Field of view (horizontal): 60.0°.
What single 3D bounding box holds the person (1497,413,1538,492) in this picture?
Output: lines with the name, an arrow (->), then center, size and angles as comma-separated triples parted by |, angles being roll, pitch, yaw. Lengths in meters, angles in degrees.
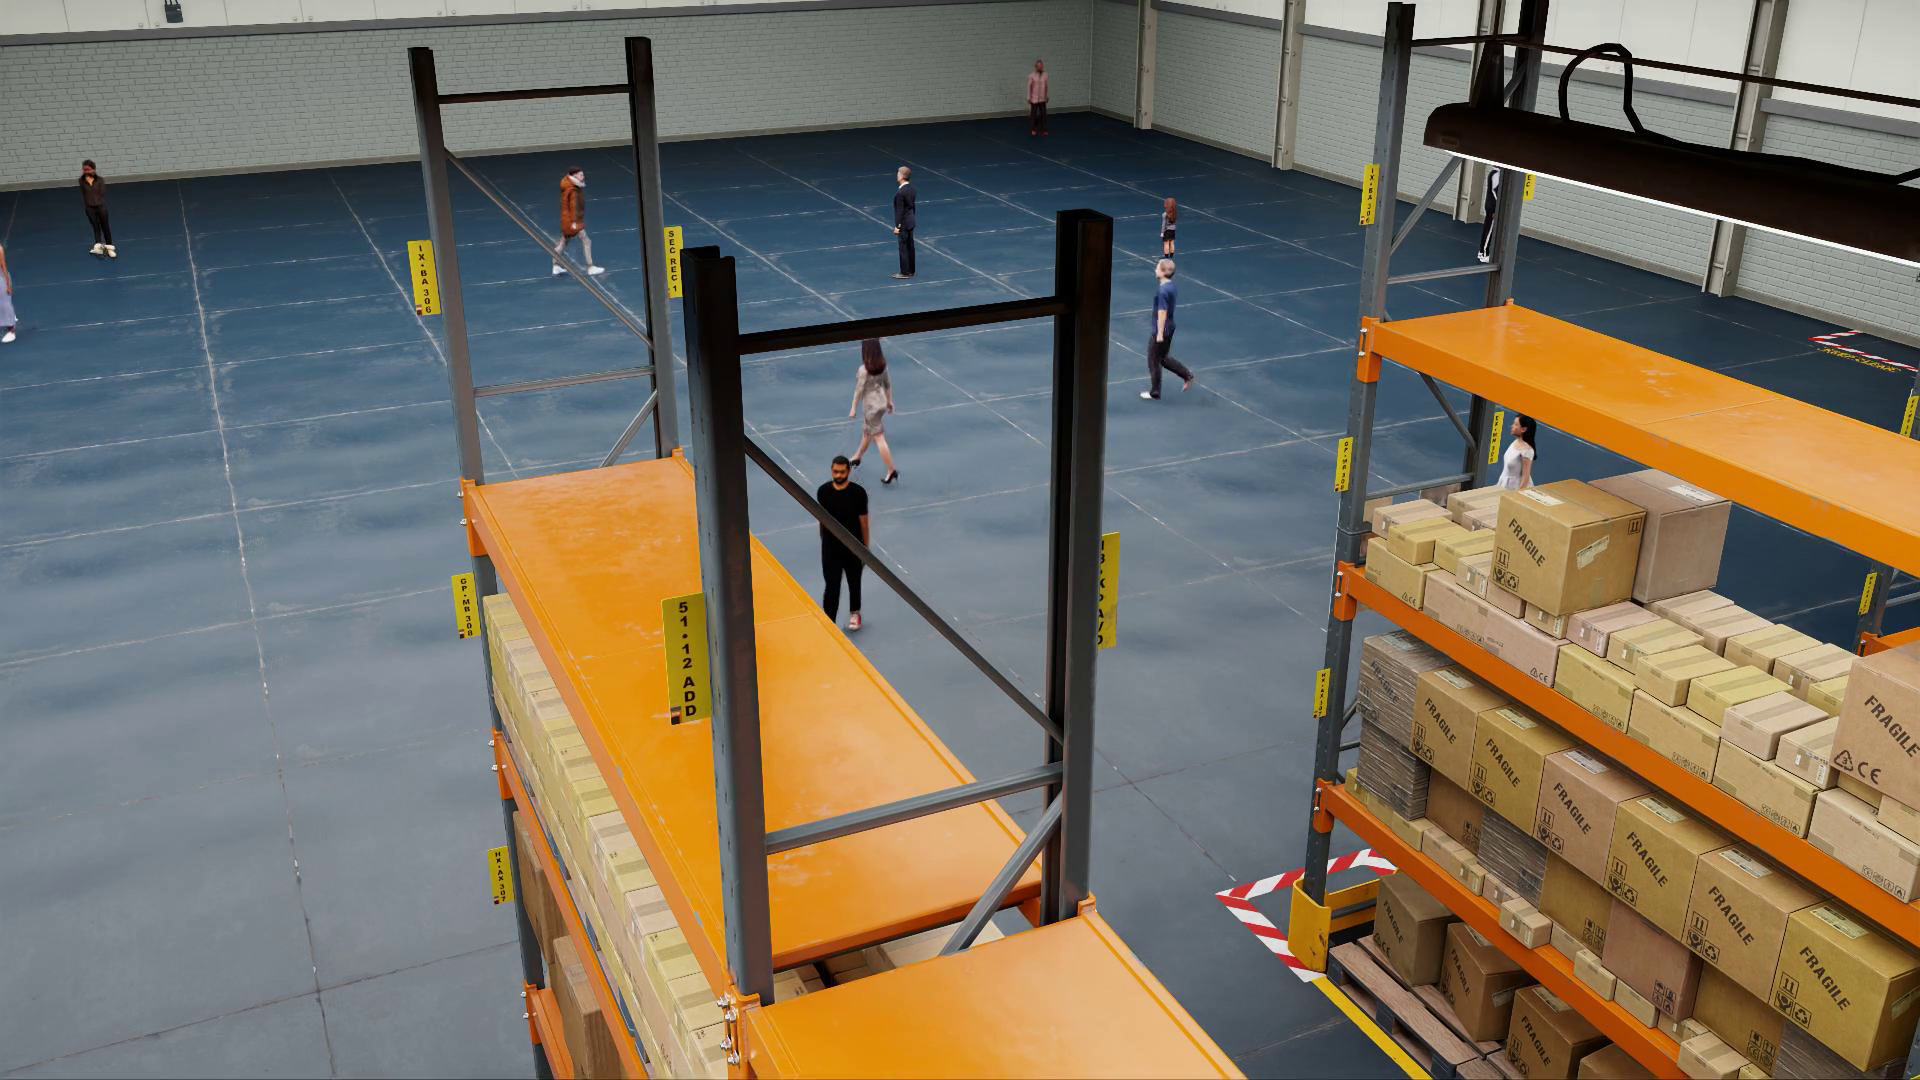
person -> 5.353, -0.390, 16.057 | 0.825, 1.774, 0.734 | 2, 23, 4

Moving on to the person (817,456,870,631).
person -> -1.030, 0.052, 15.084 | 0.983, 1.722, 1.148 | 3, 23, 6

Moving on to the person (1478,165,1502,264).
person -> 9.119, -5.697, 28.467 | 0.799, 1.828, 0.687 | 4, 23, 9

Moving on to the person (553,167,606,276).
person -> -6.456, -5.208, 27.380 | 0.791, 1.780, 0.968 | -15, 27, -31

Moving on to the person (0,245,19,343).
person -> -13.833, -3.724, 24.011 | 0.777, 1.685, 0.886 | 3, 23, 6

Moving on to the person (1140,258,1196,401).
person -> 2.689, -2.670, 21.319 | 1.037, 1.851, 0.985 | 7, 24, 17

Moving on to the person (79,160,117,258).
person -> -14.921, -5.738, 28.780 | 0.611, 1.660, 0.724 | -11, 25, -24

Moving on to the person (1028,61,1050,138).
person -> 1.873, -10.685, 40.270 | 0.883, 1.771, 1.116 | -4, 23, -10

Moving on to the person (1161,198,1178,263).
person -> 3.582, -5.320, 28.505 | 0.520, 1.105, 0.522 | -20, 30, -39

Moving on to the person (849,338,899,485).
person -> -0.896, -1.420, 18.575 | 1.173, 1.698, 0.997 | 14, 27, 30

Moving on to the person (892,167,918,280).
person -> -0.905, -5.243, 27.416 | 0.803, 1.815, 0.772 | 11, 26, 25
